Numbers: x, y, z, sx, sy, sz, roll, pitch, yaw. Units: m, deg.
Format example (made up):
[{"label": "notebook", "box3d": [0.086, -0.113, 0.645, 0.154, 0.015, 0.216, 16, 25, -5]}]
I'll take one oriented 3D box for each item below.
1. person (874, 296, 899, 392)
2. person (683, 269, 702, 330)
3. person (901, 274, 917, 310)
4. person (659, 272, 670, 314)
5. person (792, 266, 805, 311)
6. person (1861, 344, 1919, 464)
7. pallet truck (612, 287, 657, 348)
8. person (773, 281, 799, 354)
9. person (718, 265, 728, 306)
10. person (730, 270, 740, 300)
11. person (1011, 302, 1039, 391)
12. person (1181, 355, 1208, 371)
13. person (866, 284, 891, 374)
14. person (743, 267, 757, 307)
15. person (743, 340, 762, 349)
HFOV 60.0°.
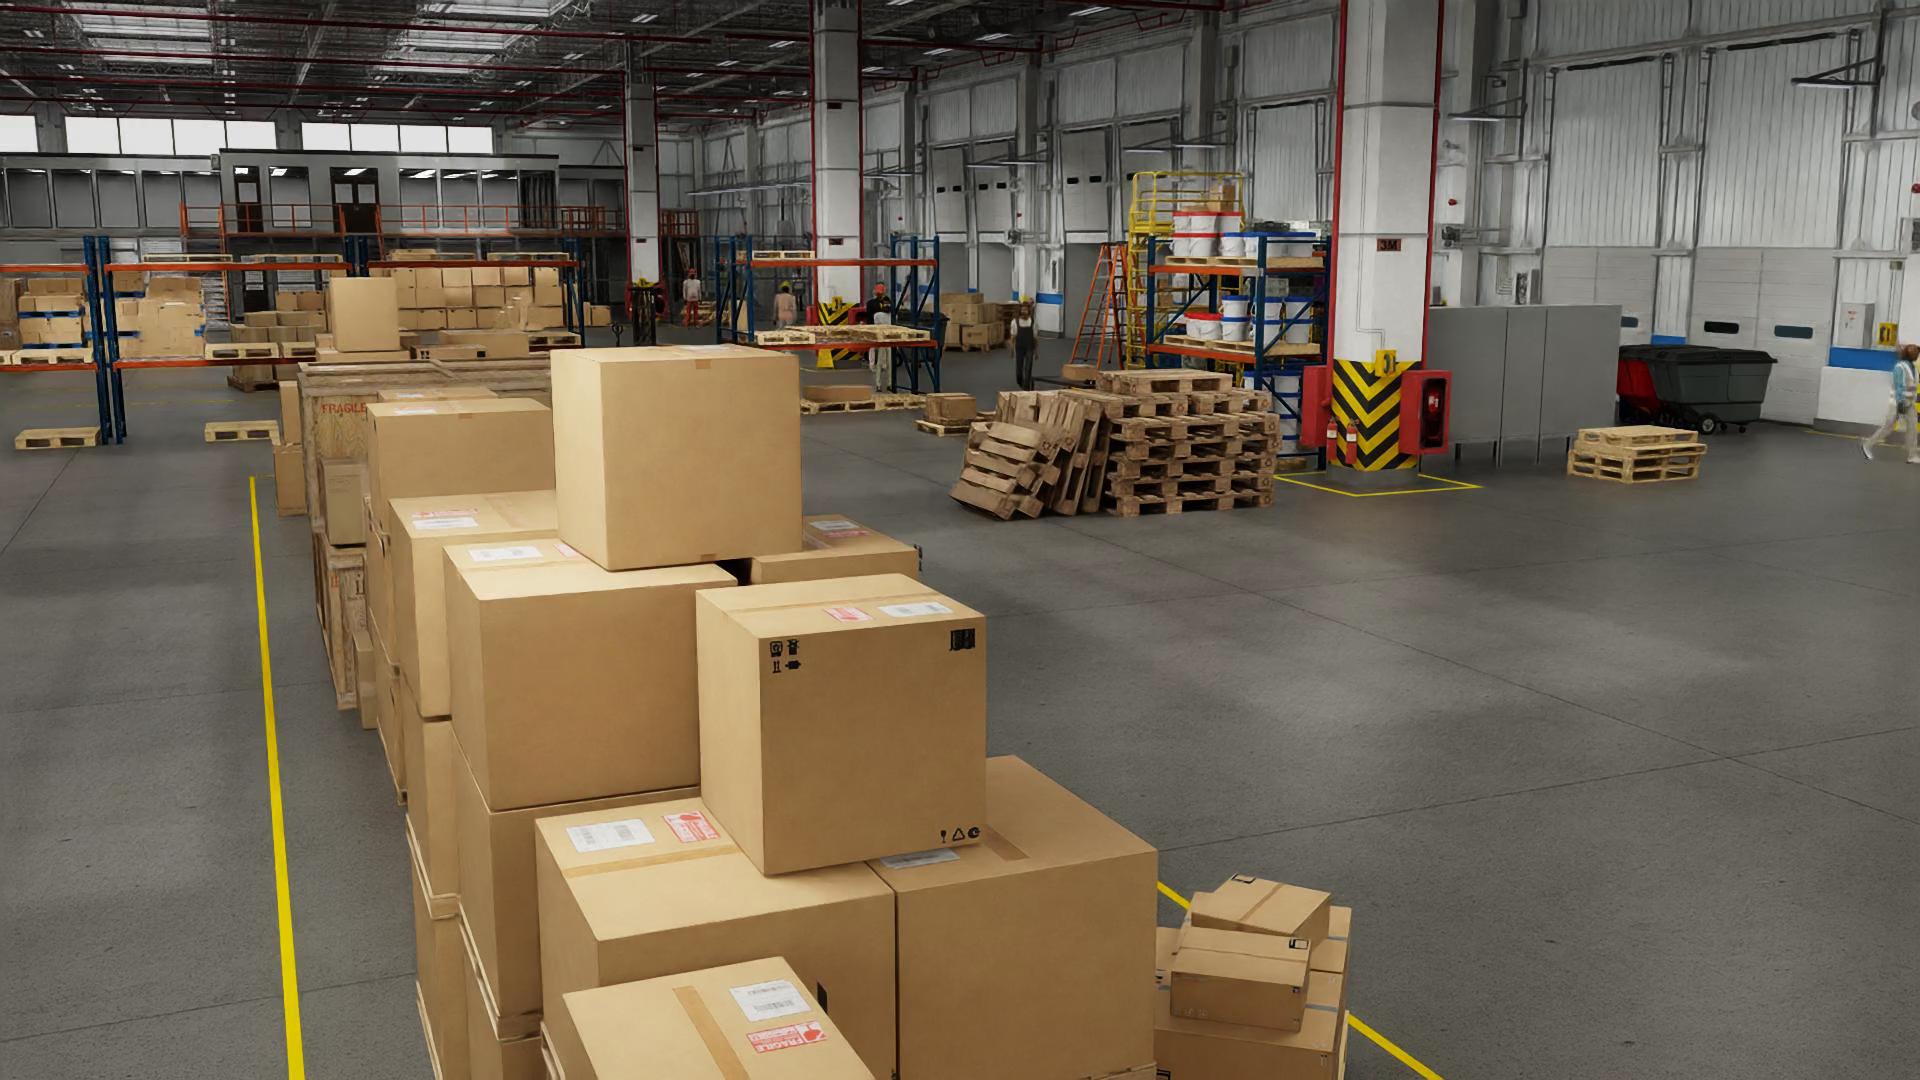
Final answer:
[{"label": "person", "box3d": [-1.449, -3.835, 32.604, 0.519, 1.874, 0.331, -4, 11, -21]}, {"label": "person", "box3d": [-8.825, -7.941, 54.892, 0.609, 1.996, 0.383, -4, 11, -21]}, {"label": "person", "box3d": [-1.678, -8.074, 56.096, 0.632, 1.824, 0.692, 5, 11, 25]}, {"label": "person", "box3d": [-11.561, -9.568, 64.566, 0.687, 1.731, 0.550, 8, 13, 39]}, {"label": "person", "box3d": [-6.636, -10.385, 68.538, 0.542, 1.931, 0.376, -4, 11, -21]}, {"label": "person", "box3d": [12.601, -1.840, 22.333, 0.522, 1.608, 0.786, -5, 12, -27]}, {"label": "pallet truck", "box3d": [-6.464, -4.406, 35.401, 0.823, 1.965, 1.885, 6, 12, 32]}, {"label": "person", "box3d": [-4.514, -5.760, 43.124, 0.625, 1.904, 0.460, 3, 11, 16]}, {"label": "person", "box3d": [-10.535, -11.273, 73.694, 0.619, 1.840, 0.430, -4, 11, -21]}, {"label": "person", "box3d": [-9.237, -10.243, 68.397, 0.530, 1.697, 0.322, -4, 11, -21]}, {"label": "person", "box3d": [1.211, -3.544, 31.115, 0.518, 1.829, 0.500, 0, 10, 2]}, {"label": "person", "box3d": [3.697, -2.593, 26.111, 0.483, 1.745, 0.305, -4, 11, -21]}, {"label": "person", "box3d": [-1.795, -4.705, 37.077, 0.609, 1.988, 0.392, -4, 11, -21]}, {"label": "person", "box3d": [-9.306, -11.215, 73.145, 0.645, 1.919, 0.664, -8, 13, -39]}, {"label": "person", "box3d": [-2.183, -1.127, 17.494, 0.627, 1.941, 0.374, -4, 11, -21]}]
